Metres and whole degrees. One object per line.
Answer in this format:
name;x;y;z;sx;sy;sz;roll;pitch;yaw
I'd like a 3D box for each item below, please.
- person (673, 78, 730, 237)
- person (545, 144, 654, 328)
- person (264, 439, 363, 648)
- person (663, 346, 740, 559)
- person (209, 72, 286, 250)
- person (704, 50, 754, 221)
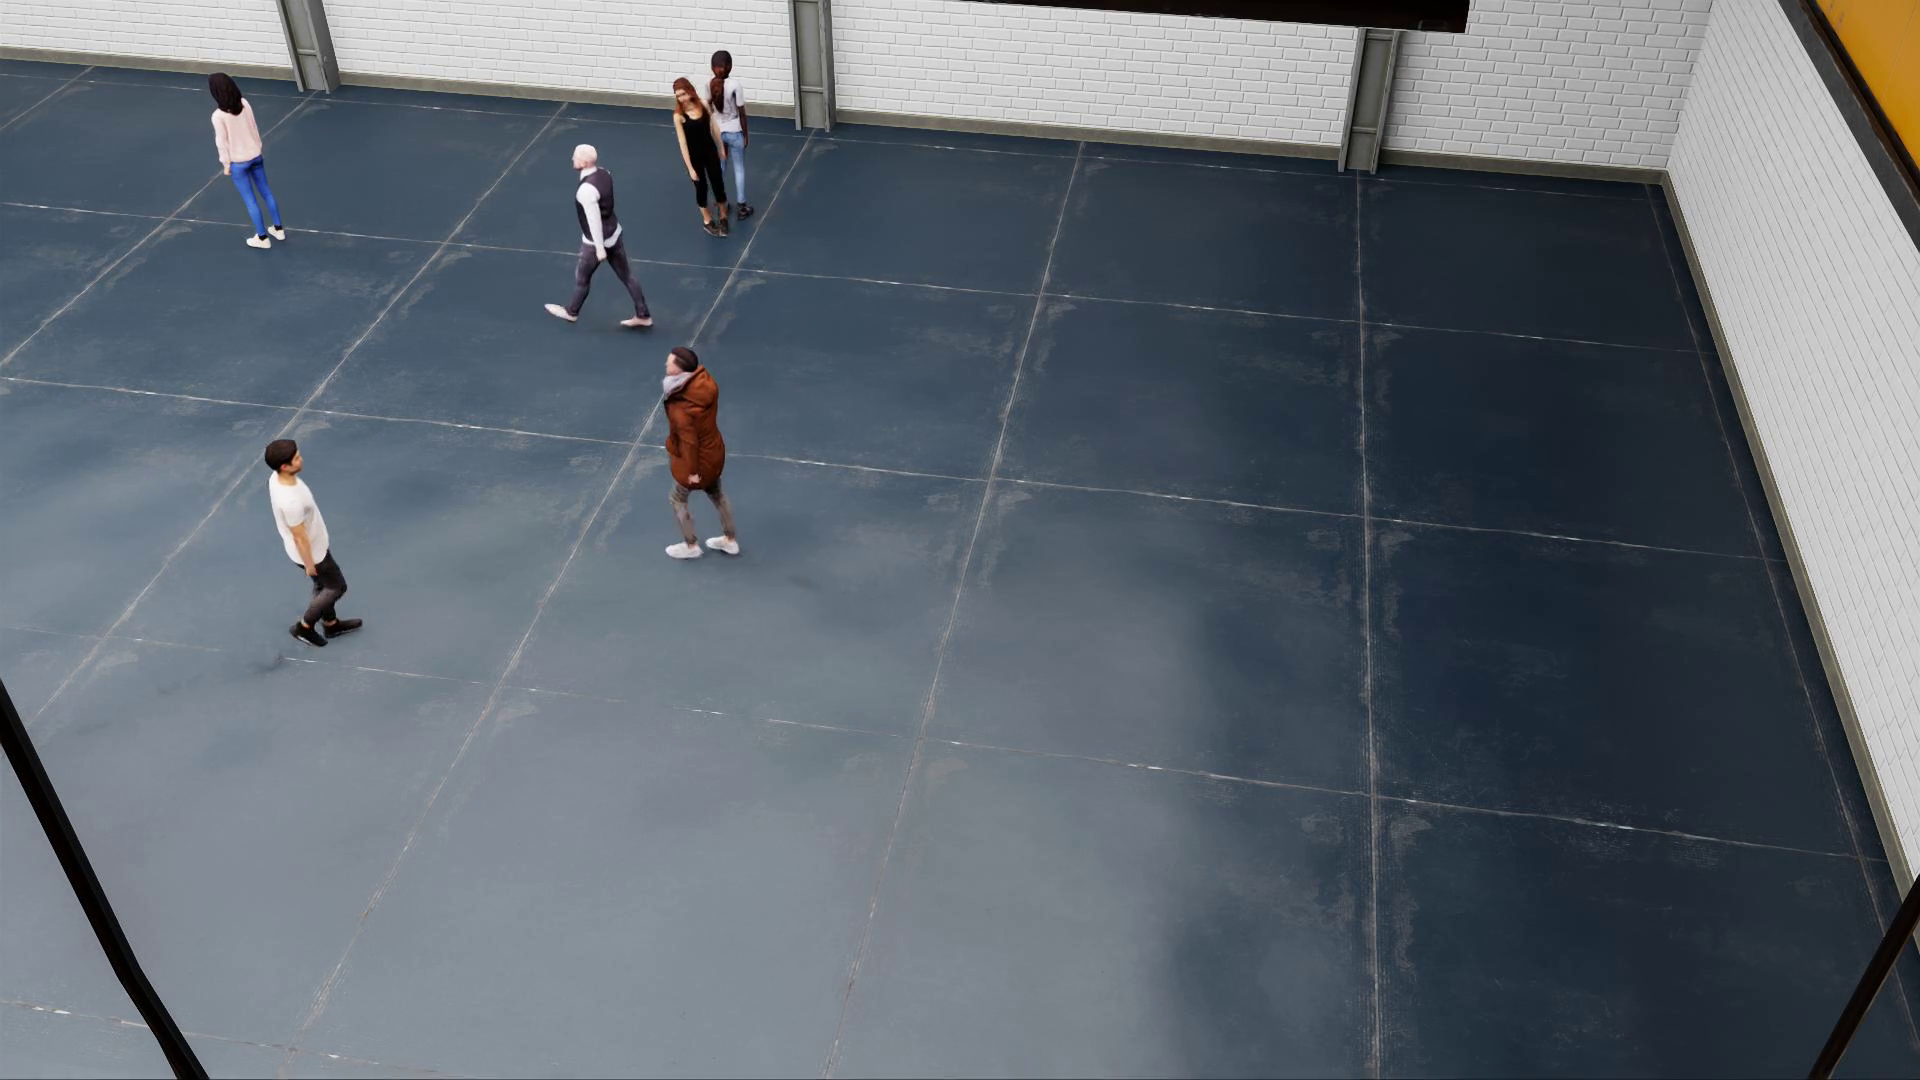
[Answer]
person;-2.514;-3.752;16.235;0.763;1.696;0.845;-29;47;-31
person;-3.101;-2.636;14.776;1.185;1.772;0.697;6;39;7
person;-4.571;0.047;11.466;0.881;1.710;0.819;-20;43;-23
person;-1.832;-0.596;12.187;0.801;1.816;0.759;13;40;16
person;-6.905;-3.667;16.070;0.677;1.769;0.713;21;43;24
person;-2.321;-4.042;16.579;0.506;1.719;0.664;12;40;15
